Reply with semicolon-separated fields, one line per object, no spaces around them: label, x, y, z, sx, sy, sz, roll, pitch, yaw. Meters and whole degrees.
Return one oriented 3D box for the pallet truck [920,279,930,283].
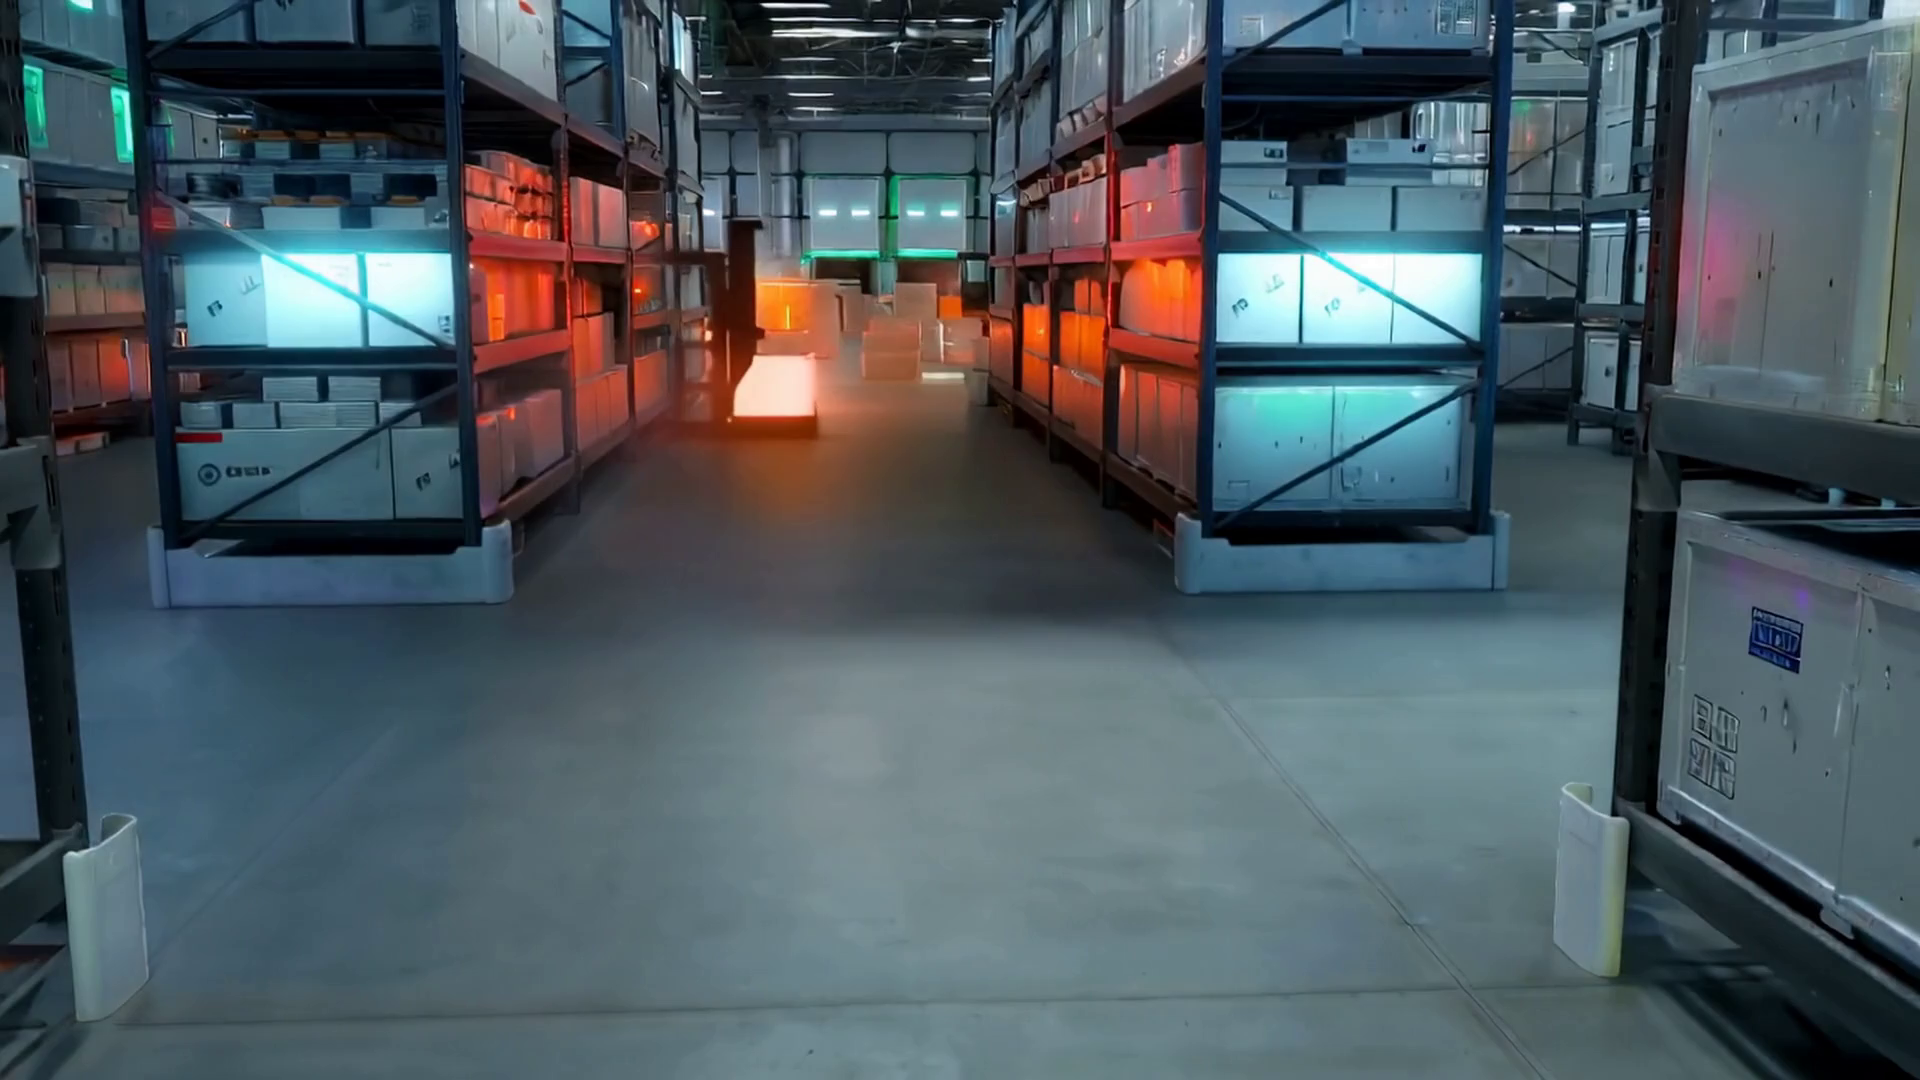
pallet truck;-0.932;-8.922;63.114;1.885;1.965;0.823;2;9;13

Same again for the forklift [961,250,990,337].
forklift;0.518;-6.911;47.725;1.129;2.768;1.873;2;9;10

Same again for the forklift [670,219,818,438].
forklift;-2.810;-2.761;21.665;1.873;2.768;1.129;-1;9;-4

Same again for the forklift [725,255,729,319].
forklift;-8.368;-8.713;59.038;1.129;2.768;1.873;-1;9;-4
